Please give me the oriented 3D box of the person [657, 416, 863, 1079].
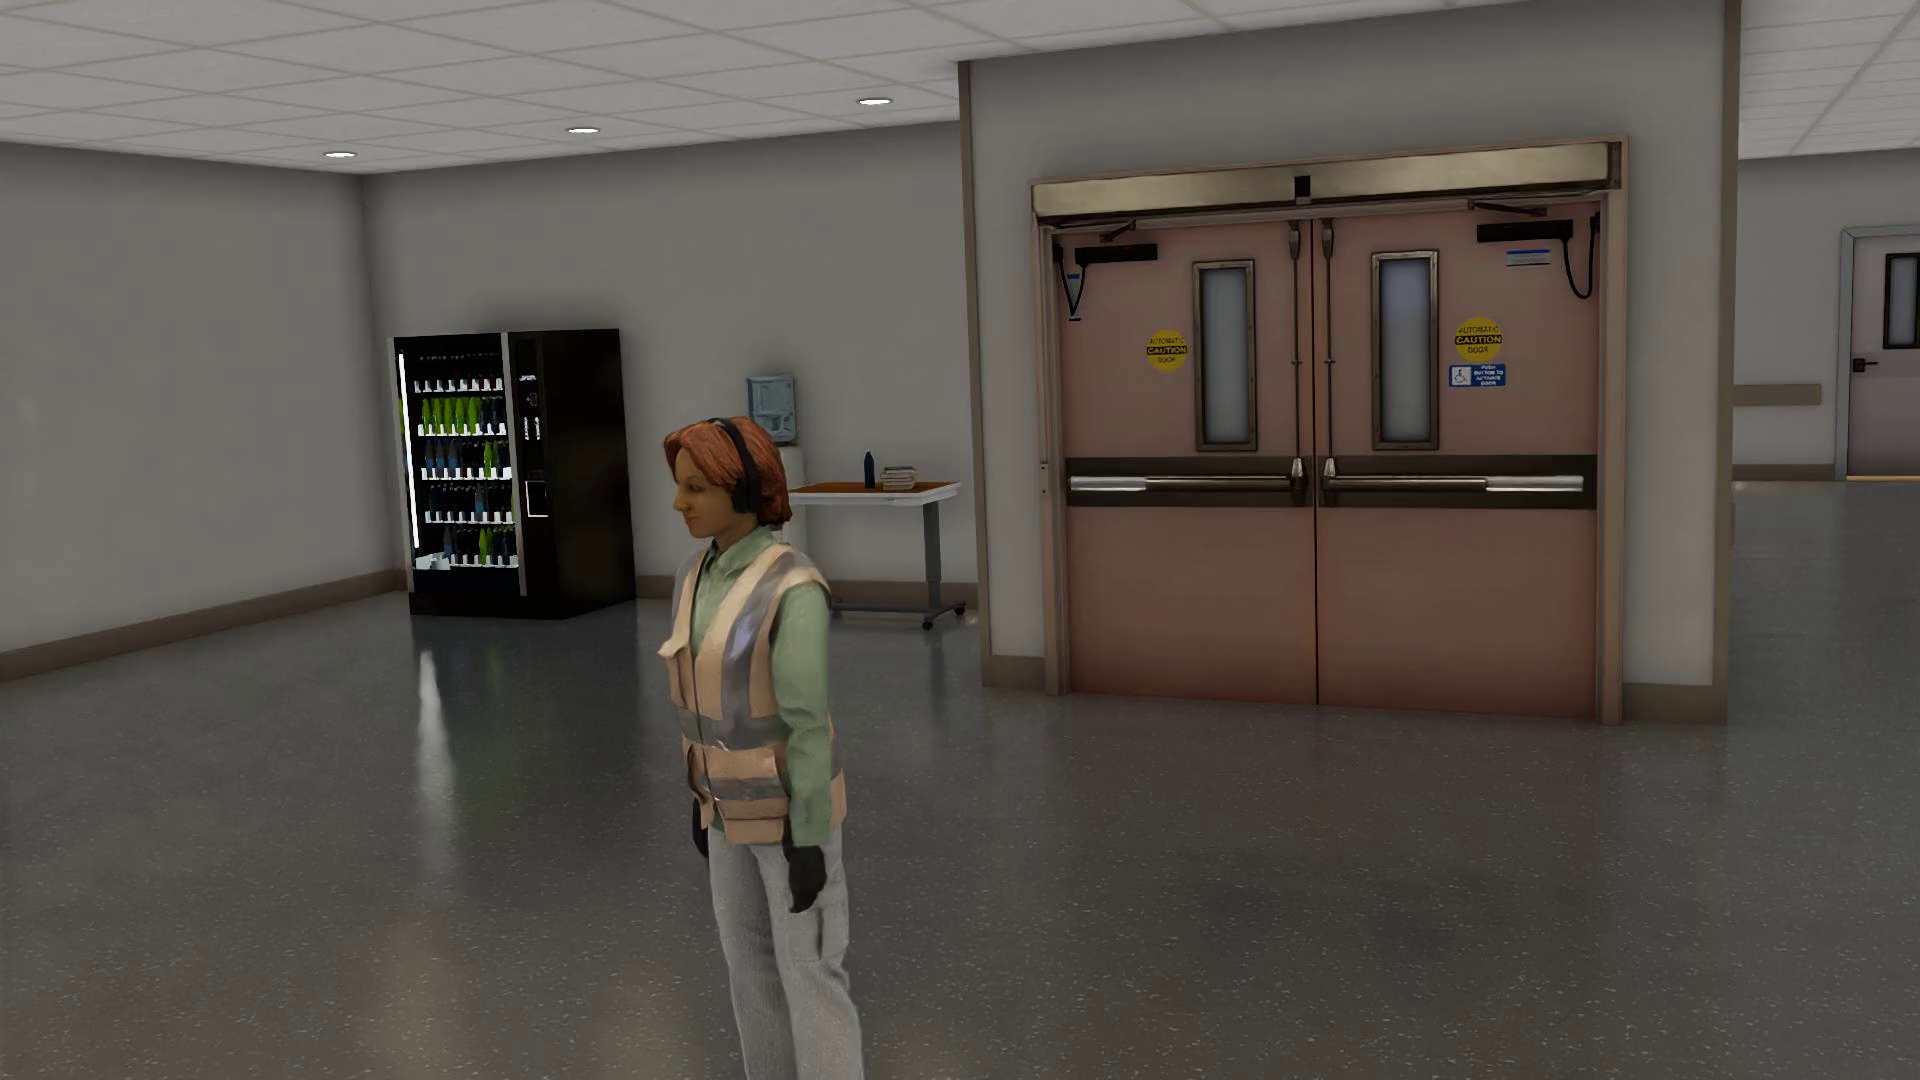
[{"bbox_3d":[-0.397,0.565,3.332,0.318,1.628,0.518,-8,9,-36],"label":"person"}]
